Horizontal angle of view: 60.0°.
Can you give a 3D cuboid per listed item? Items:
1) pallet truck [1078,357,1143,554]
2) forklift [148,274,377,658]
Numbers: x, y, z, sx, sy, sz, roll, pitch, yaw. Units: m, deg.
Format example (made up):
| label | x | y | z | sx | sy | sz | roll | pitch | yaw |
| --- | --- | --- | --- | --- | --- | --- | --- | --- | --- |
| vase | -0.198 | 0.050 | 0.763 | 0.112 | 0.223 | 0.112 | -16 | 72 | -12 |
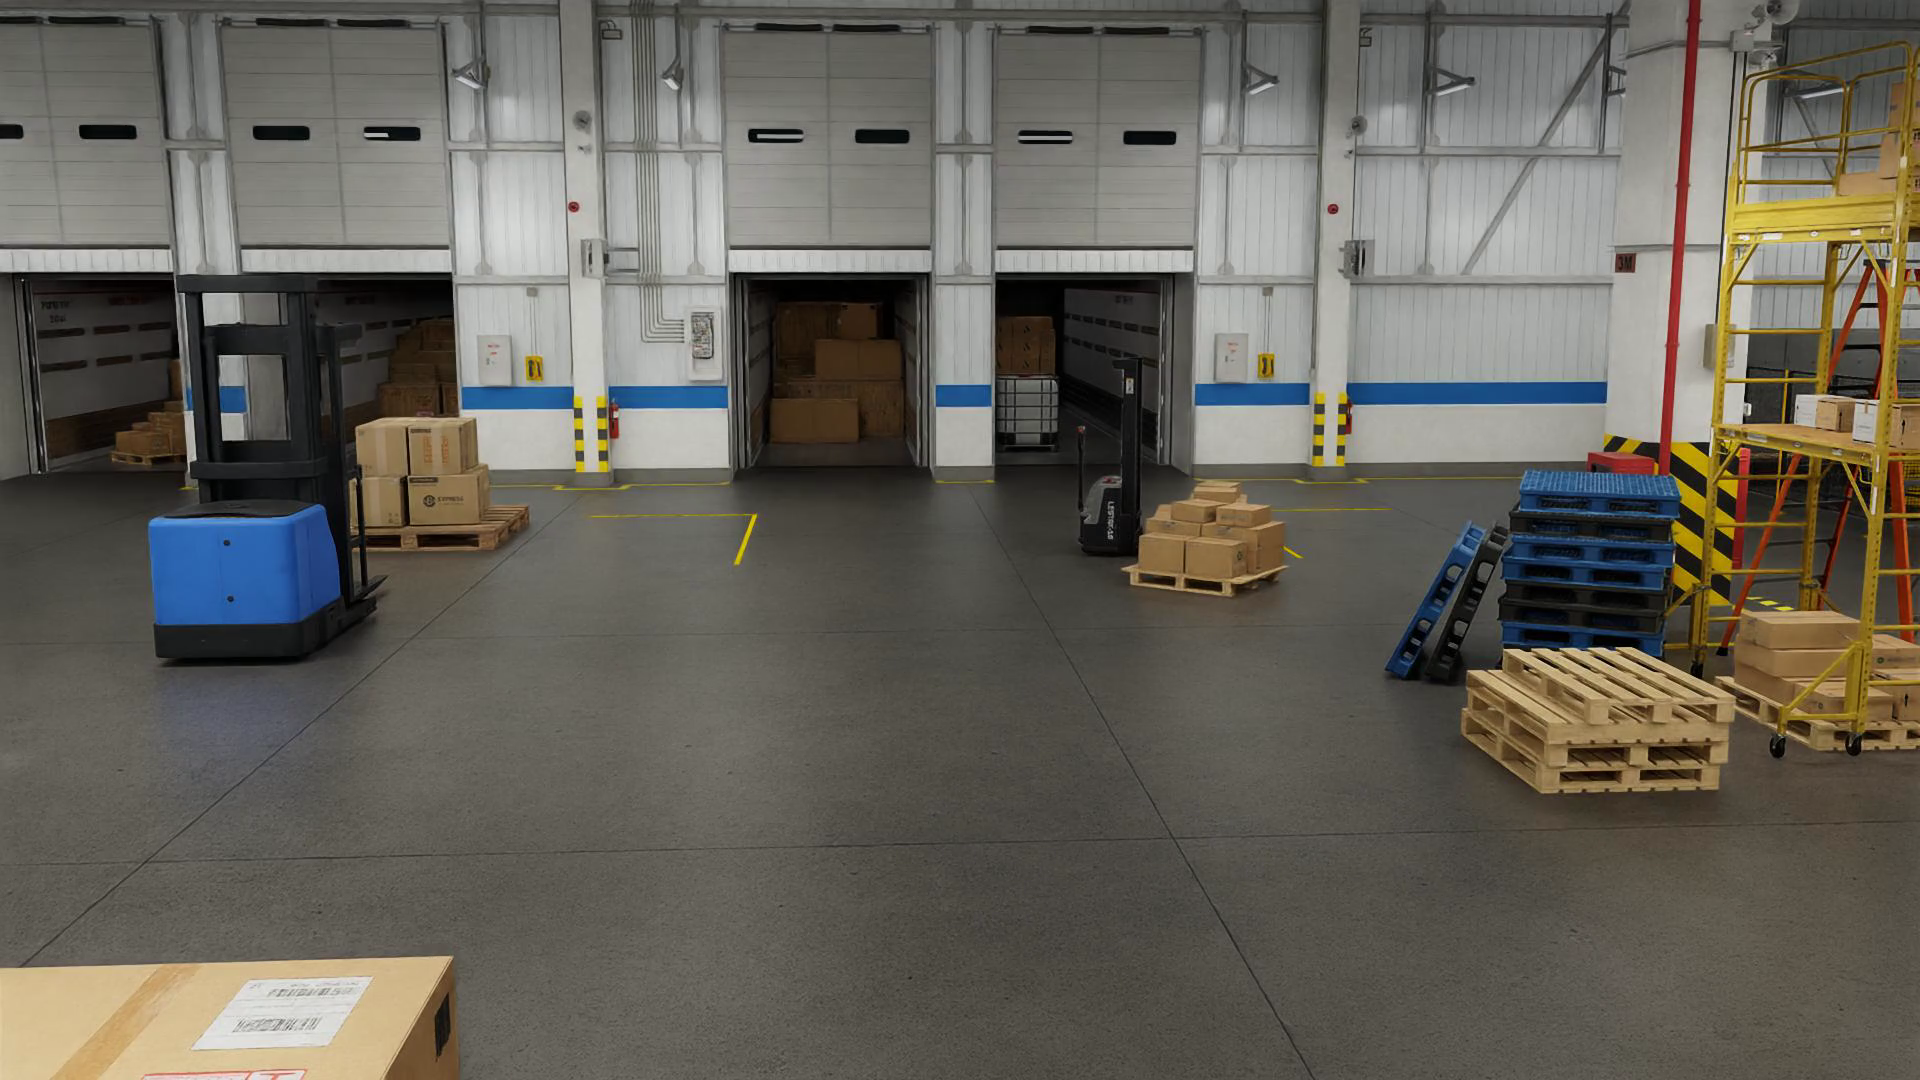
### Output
| label | x | y | z | sx | sy | sz | roll | pitch | yaw |
| --- | --- | --- | --- | --- | --- | --- | --- | --- | --- |
| pallet truck | 2.088 | -0.836 | 16.757 | 1.885 | 1.965 | 0.823 | 2 | 9 | 13 |
| forklift | -5.348 | -0.627 | 12.681 | 1.129 | 2.768 | 1.873 | -1 | 9 | -4 |
